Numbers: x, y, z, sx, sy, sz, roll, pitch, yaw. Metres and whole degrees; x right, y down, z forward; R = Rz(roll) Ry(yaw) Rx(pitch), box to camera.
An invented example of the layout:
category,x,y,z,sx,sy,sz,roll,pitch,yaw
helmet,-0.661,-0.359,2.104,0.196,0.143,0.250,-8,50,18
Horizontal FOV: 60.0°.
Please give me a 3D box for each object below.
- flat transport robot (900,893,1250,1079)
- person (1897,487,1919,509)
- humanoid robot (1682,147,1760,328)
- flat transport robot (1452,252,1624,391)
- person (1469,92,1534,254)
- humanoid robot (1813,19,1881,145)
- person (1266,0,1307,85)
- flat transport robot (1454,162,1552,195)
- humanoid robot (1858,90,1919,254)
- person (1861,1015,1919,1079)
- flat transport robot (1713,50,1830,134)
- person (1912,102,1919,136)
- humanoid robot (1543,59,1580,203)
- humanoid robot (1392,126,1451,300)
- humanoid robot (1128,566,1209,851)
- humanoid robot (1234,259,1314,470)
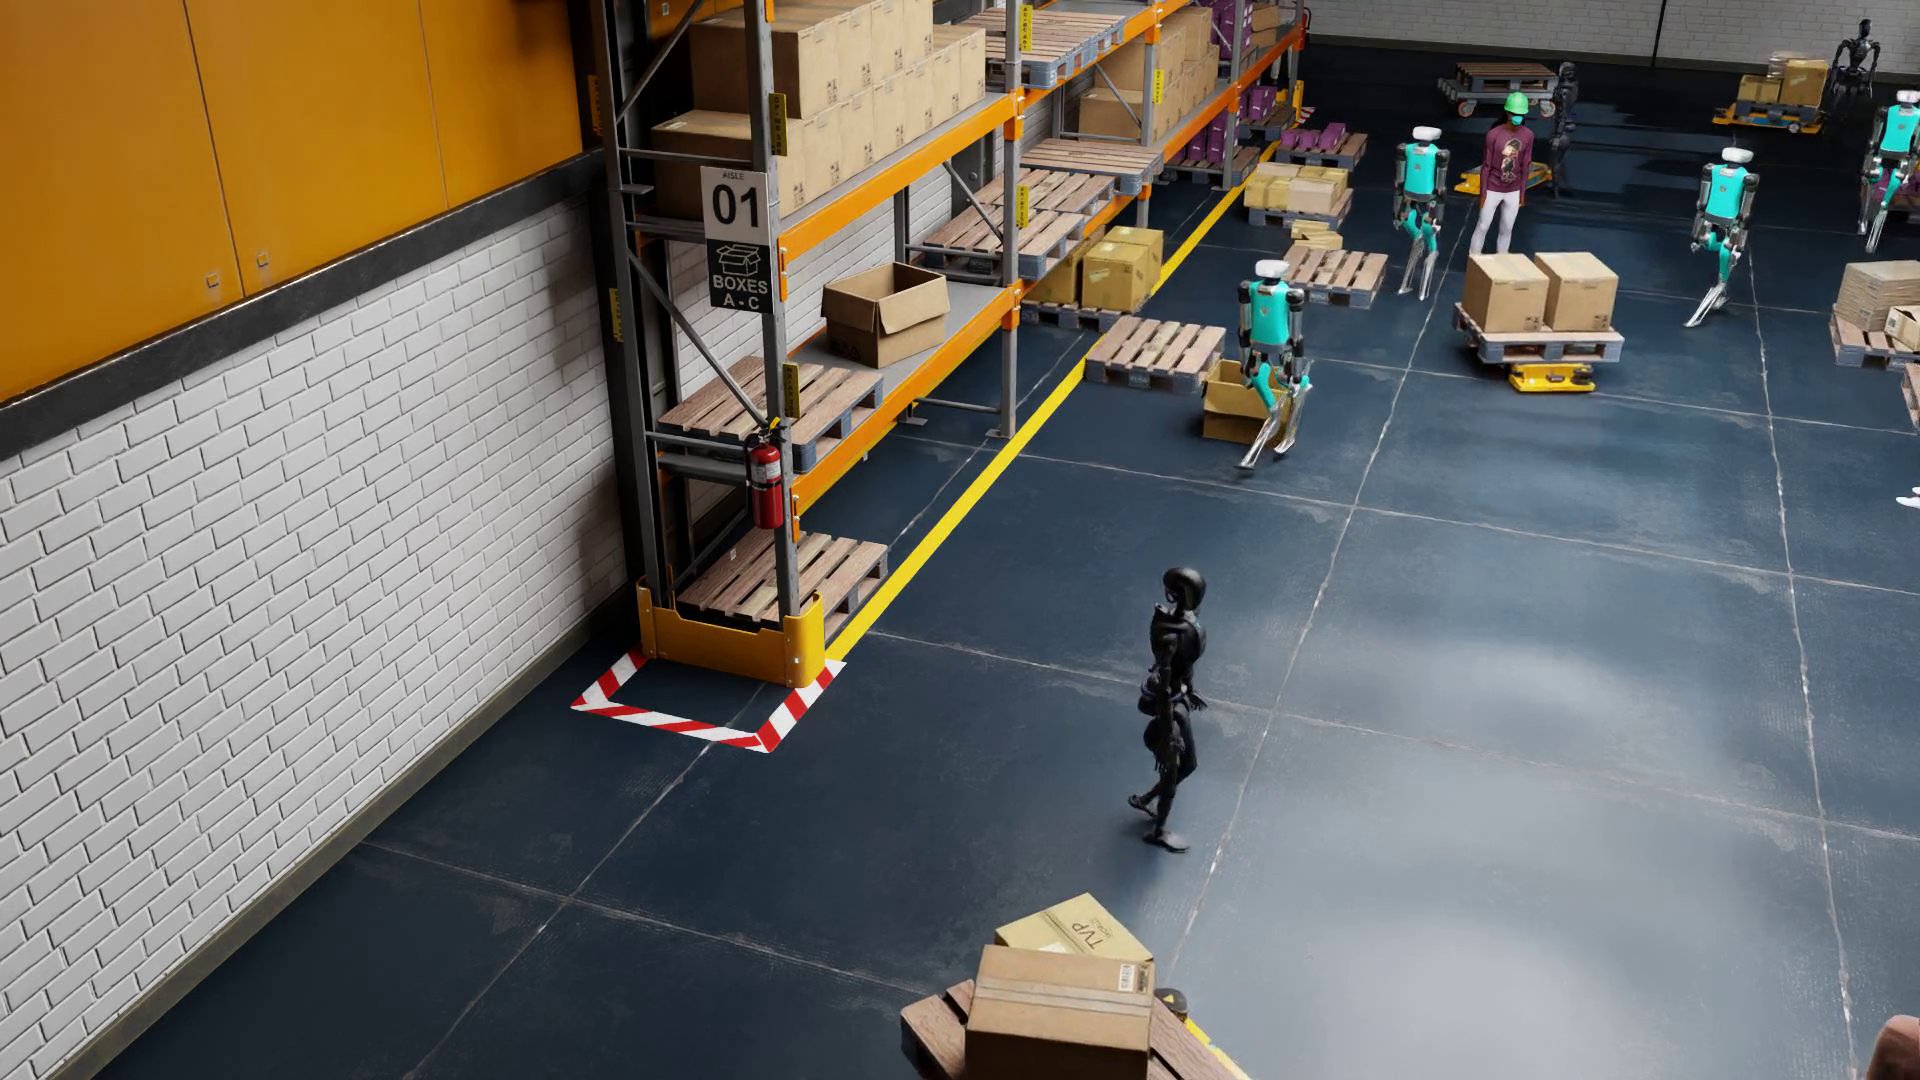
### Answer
category,x,y,z,sx,sy,sz,roll,pitch,yaw
flat transport robot,0.520,2.408,7.079,1.431,0.231,0.659,-15,31,-27
person,7.270,-0.993,12.198,0.503,1.628,0.277,-22,34,-36
humanoid robot,7.320,-2.890,15.805,1.029,1.763,0.539,-21,34,-35
flat transport robot,5.153,-1.677,15.003,0.659,0.231,1.431,-1,27,-1
person,5.495,-3.564,16.846,0.487,1.942,0.436,-1,27,-2
humanoid robot,11.750,-6.047,21.957,0.603,1.644,0.399,5,28,10
person,4.954,-7.931,25.313,0.634,1.937,0.356,-4,27,-7
flat transport robot,6.691,-4.431,20.346,0.659,0.231,1.431,22,35,36
humanoid robot,10.056,-4.043,18.049,0.531,1.775,1.018,11,29,21
person,3.382,2.179,5.701,0.974,1.942,0.600,-18,32,-31
flat transport robot,11.292,-5.876,23.149,1.431,0.231,0.659,13,30,24
person,13.122,-6.268,22.195,0.429,1.840,0.635,7,28,13
humanoid robot,7.140,-4.801,19.533,0.449,1.648,0.624,10,29,18
humanoid robot,4.591,-3.239,16.421,0.530,1.775,0.736,19,33,32
humanoid robot,1.057,0.862,8.541,0.378,1.651,0.611,9,29,16
humanoid robot,2.450,-1.359,12.789,0.560,1.733,1.033,19,33,32
